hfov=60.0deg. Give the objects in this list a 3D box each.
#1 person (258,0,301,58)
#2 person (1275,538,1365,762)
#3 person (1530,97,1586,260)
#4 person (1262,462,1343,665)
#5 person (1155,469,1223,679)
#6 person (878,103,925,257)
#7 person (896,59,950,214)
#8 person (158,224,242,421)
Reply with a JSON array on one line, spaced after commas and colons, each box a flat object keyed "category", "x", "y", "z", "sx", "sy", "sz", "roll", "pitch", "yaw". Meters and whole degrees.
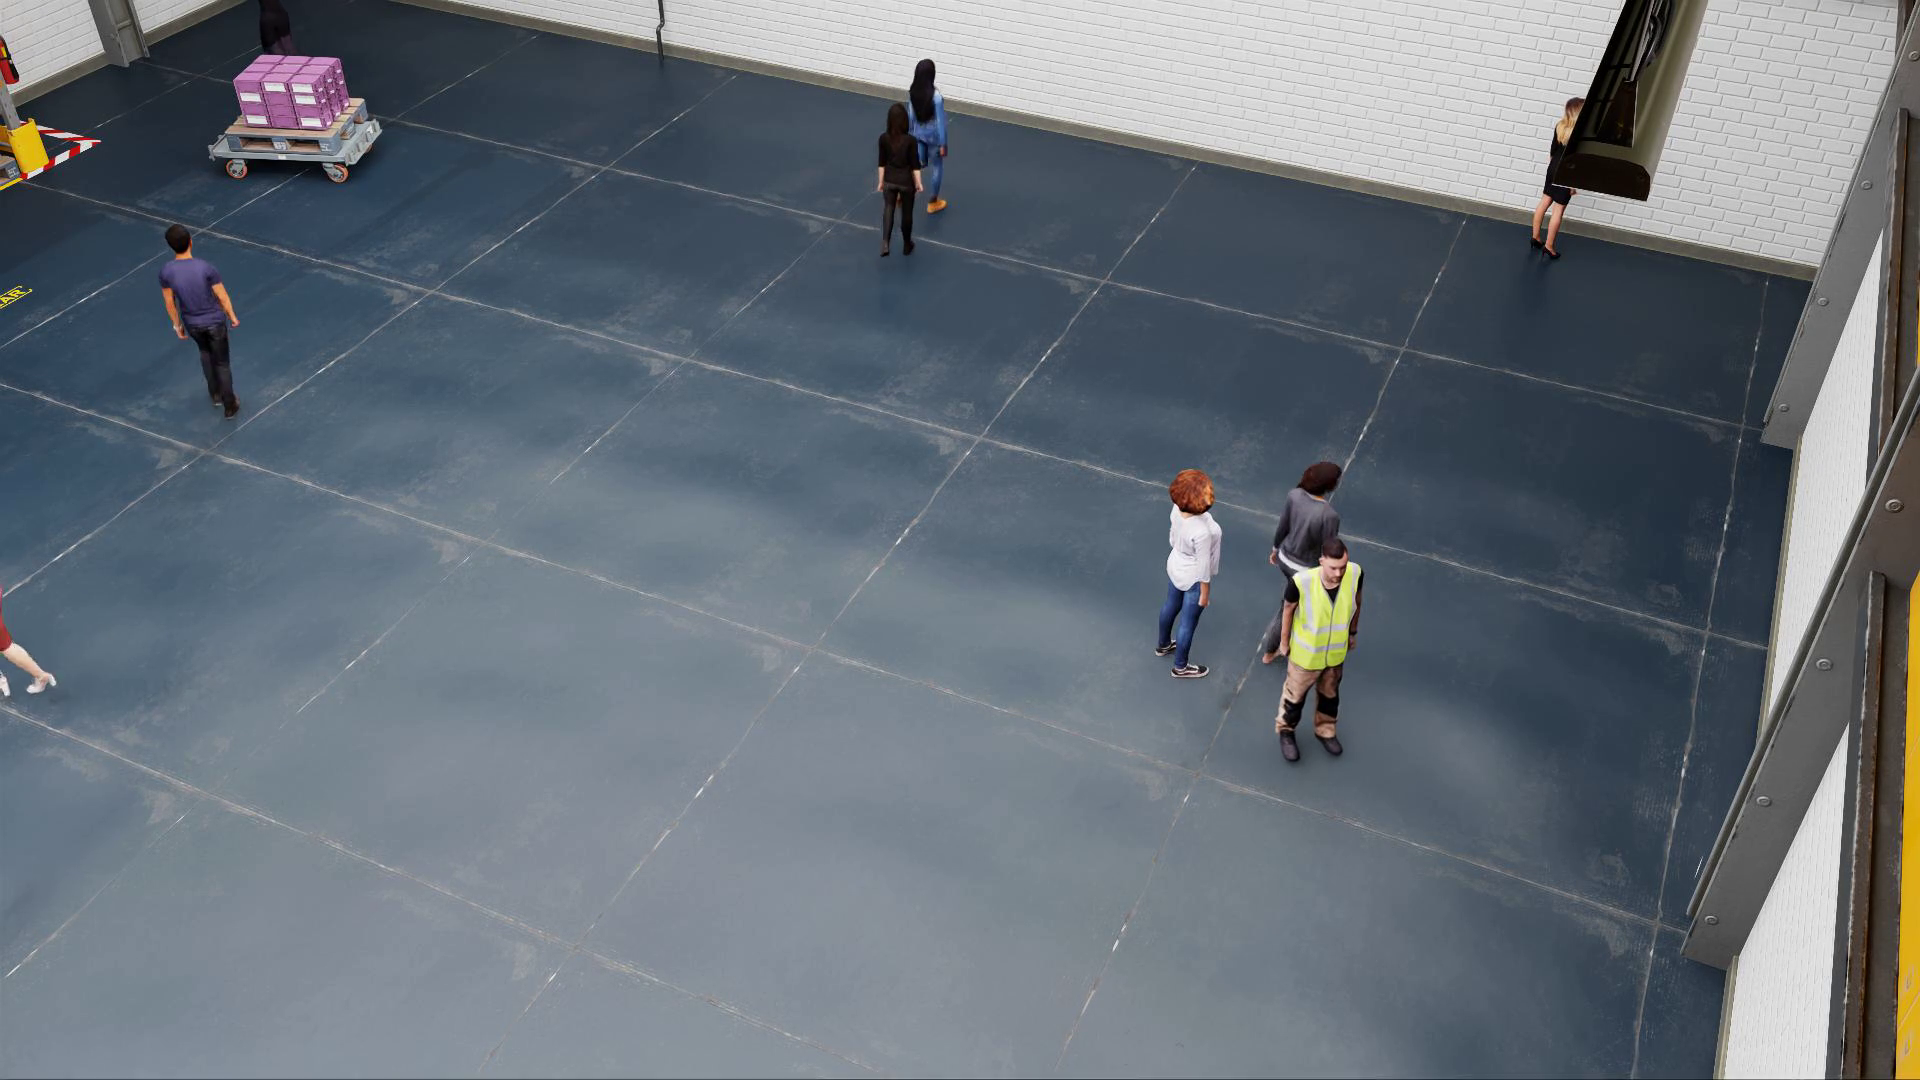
[{"category": "person", "x": -7.700, "y": -5.566, "z": 19.040, "sx": 0.775, "sy": 1.607, "sz": 1.064, "roll": 9, "pitch": 39, "yaw": 10}, {"category": "person", "x": 2.381, "y": 0.691, "z": 11.019, "sx": 0.856, "sy": 1.841, "sz": 0.905, "roll": -8, "pitch": 39, "yaw": -10}, {"category": "person", "x": 5.966, "y": -3.604, "z": 16.528, "sx": 0.656, "sy": 1.677, "sz": 0.598, "roll": -13, "pitch": 40, "yaw": -16}, {"category": "person", "x": 2.344, "y": 0.204, "z": 11.704, "sx": 0.895, "sy": 1.747, "sz": 0.807, "roll": -31, "pitch": 48, "yaw": -32}, {"category": "person", "x": 1.597, "y": 0.220, "z": 11.712, "sx": 0.813, "sy": 1.712, "sz": 0.755, "roll": -13, "pitch": 40, "yaw": -16}, {"category": "person", "x": -0.614, "y": -3.505, "z": 16.440, "sx": 0.697, "sy": 1.632, "sz": 0.853, "roll": 8, "pitch": 39, "yaw": 10}, {"category": "person", "x": -0.388, "y": -4.108, "z": 17.144, "sx": 0.796, "sy": 1.696, "sz": 0.992, "roll": 32, "pitch": 48, "yaw": 34}, {"category": "person", "x": -6.472, "y": -1.809, "z": 14.199, "sx": 0.760, "sy": 1.778, "sz": 0.795, "roll": -4, "pitch": 39, "yaw": -5}]
